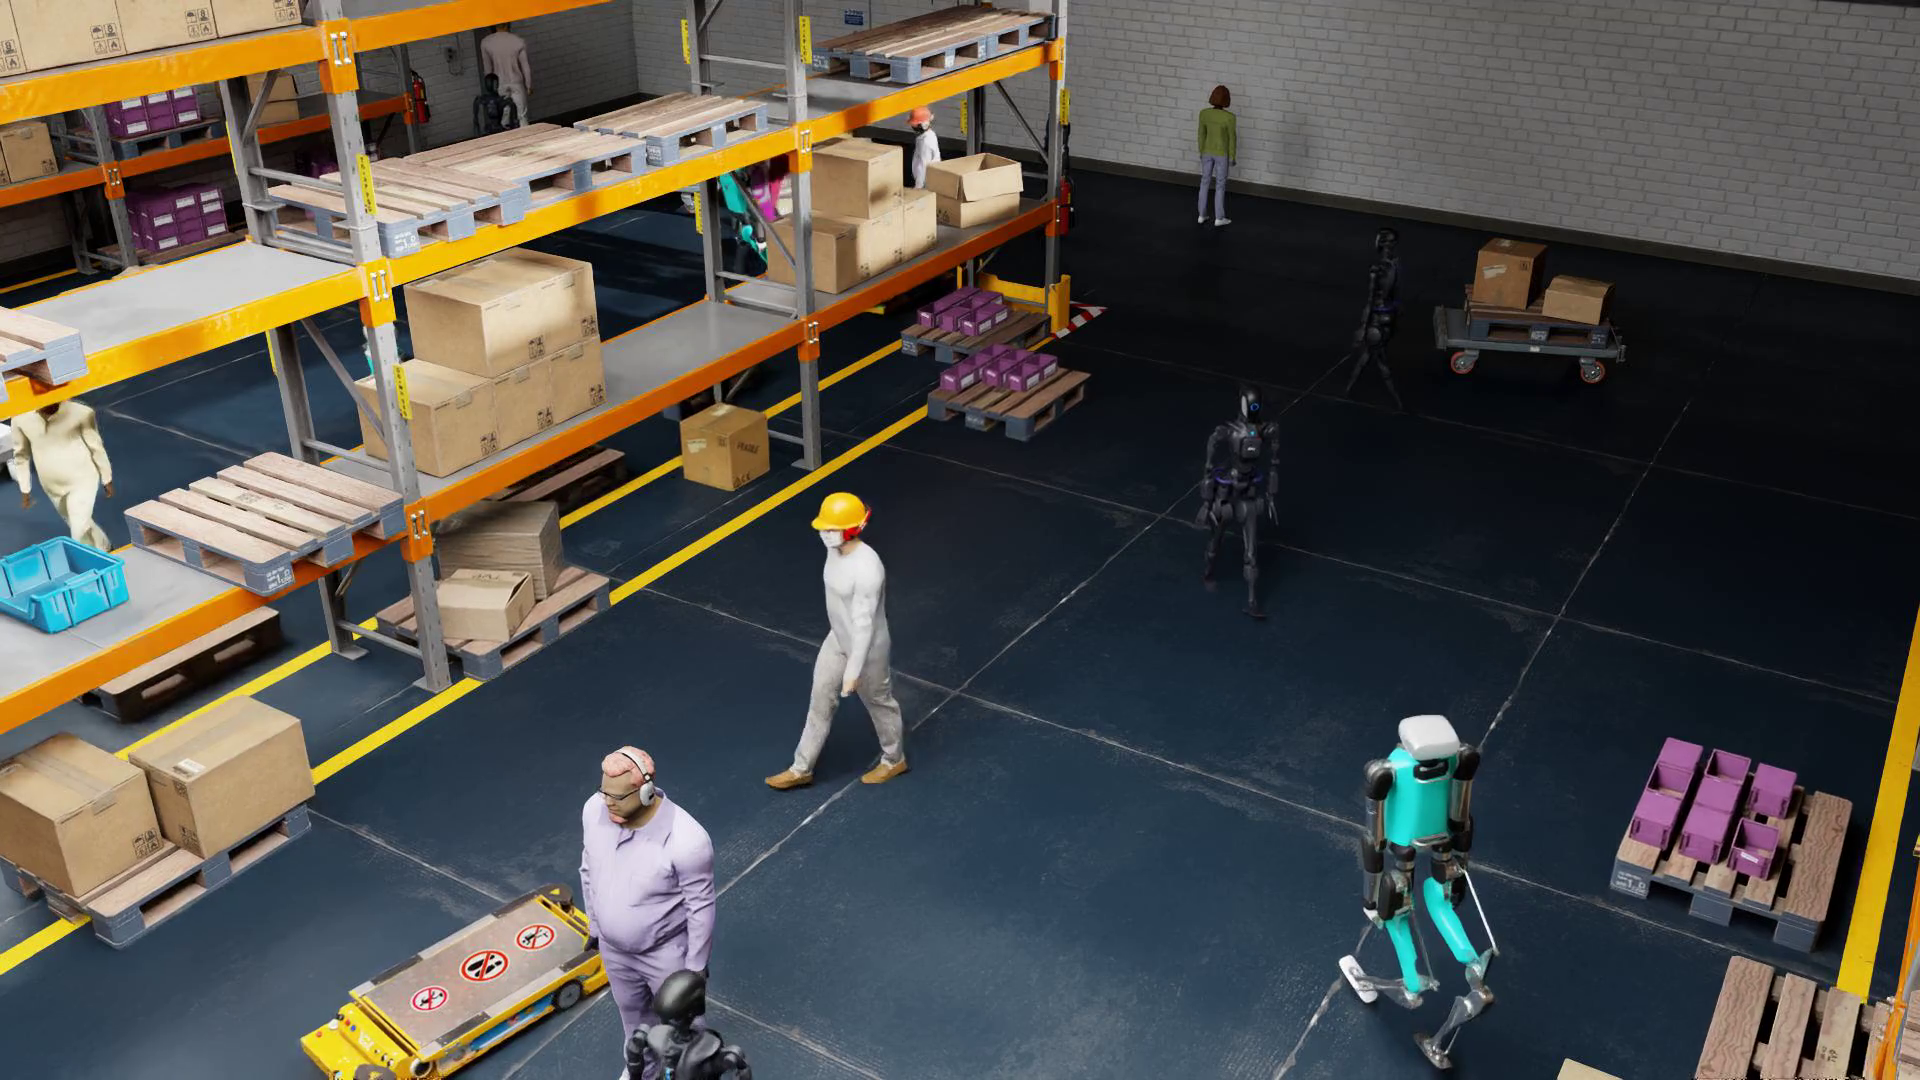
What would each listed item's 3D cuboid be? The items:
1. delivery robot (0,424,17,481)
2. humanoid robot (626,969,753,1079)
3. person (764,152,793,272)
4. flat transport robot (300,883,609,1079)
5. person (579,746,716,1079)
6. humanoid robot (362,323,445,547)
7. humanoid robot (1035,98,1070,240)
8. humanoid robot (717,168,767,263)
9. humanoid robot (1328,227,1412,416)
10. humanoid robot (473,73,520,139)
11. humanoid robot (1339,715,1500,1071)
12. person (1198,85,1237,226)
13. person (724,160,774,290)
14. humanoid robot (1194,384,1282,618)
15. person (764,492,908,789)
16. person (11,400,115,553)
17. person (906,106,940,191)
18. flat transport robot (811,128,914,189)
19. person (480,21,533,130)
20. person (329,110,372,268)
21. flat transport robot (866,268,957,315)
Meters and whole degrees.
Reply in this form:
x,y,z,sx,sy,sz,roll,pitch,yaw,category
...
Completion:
x,y,z,sx,sy,sz,roll,pitch,yaw,category
-7.870,-0.651,13.157,0.520,0.587,0.753,13,30,25,delivery robot
-0.972,2.296,6.138,0.601,1.642,0.581,10,29,19,humanoid robot
-1.959,-3.507,17.397,0.570,1.814,0.650,-9,28,-17,person
-2.321,2.162,7.937,0.659,0.231,1.431,23,35,37,flat transport robot
-1.335,1.699,7.043,0.648,1.907,0.413,13,30,24,person
-3.821,-0.815,12.188,0.885,1.772,0.576,-22,34,-36,humanoid robot
1.084,-4.302,19.119,0.325,1.649,0.609,-11,29,-20,humanoid robot
-1.995,-3.108,16.706,0.875,1.743,0.544,-21,34,-35,humanoid robot
3.645,-1.893,14.450,0.817,1.632,0.605,17,32,31,humanoid robot
-5.618,-4.879,20.273,0.618,1.638,0.620,1,27,2,humanoid robot
2.076,1.617,7.387,0.561,1.748,0.997,-8,28,-15,humanoid robot
3.029,-4.535,19.624,0.499,1.633,0.284,19,32,33,person
-2.185,-3.263,16.916,0.877,1.810,0.526,-7,28,-13,person
1.876,-0.282,11.249,0.589,1.620,0.789,-7,28,-14,humanoid robot
-0.687,0.621,9.225,0.909,1.859,0.567,-17,32,-30,person
-6.157,-0.435,11.459,0.575,1.710,0.873,-1,27,-1,person
-0.403,-3.935,18.345,0.377,1.720,0.583,-1,27,-2,person
-1.224,-4.140,20.355,1.431,0.231,0.659,1,27,2,flat transport robot
-6.084,-6.146,22.468,0.629,1.938,0.373,-2,27,-5,person
-6.291,-3.624,17.528,0.509,1.901,0.986,8,28,16,person
-0.663,-2.696,17.511,0.659,0.231,1.431,16,31,28,flat transport robot
